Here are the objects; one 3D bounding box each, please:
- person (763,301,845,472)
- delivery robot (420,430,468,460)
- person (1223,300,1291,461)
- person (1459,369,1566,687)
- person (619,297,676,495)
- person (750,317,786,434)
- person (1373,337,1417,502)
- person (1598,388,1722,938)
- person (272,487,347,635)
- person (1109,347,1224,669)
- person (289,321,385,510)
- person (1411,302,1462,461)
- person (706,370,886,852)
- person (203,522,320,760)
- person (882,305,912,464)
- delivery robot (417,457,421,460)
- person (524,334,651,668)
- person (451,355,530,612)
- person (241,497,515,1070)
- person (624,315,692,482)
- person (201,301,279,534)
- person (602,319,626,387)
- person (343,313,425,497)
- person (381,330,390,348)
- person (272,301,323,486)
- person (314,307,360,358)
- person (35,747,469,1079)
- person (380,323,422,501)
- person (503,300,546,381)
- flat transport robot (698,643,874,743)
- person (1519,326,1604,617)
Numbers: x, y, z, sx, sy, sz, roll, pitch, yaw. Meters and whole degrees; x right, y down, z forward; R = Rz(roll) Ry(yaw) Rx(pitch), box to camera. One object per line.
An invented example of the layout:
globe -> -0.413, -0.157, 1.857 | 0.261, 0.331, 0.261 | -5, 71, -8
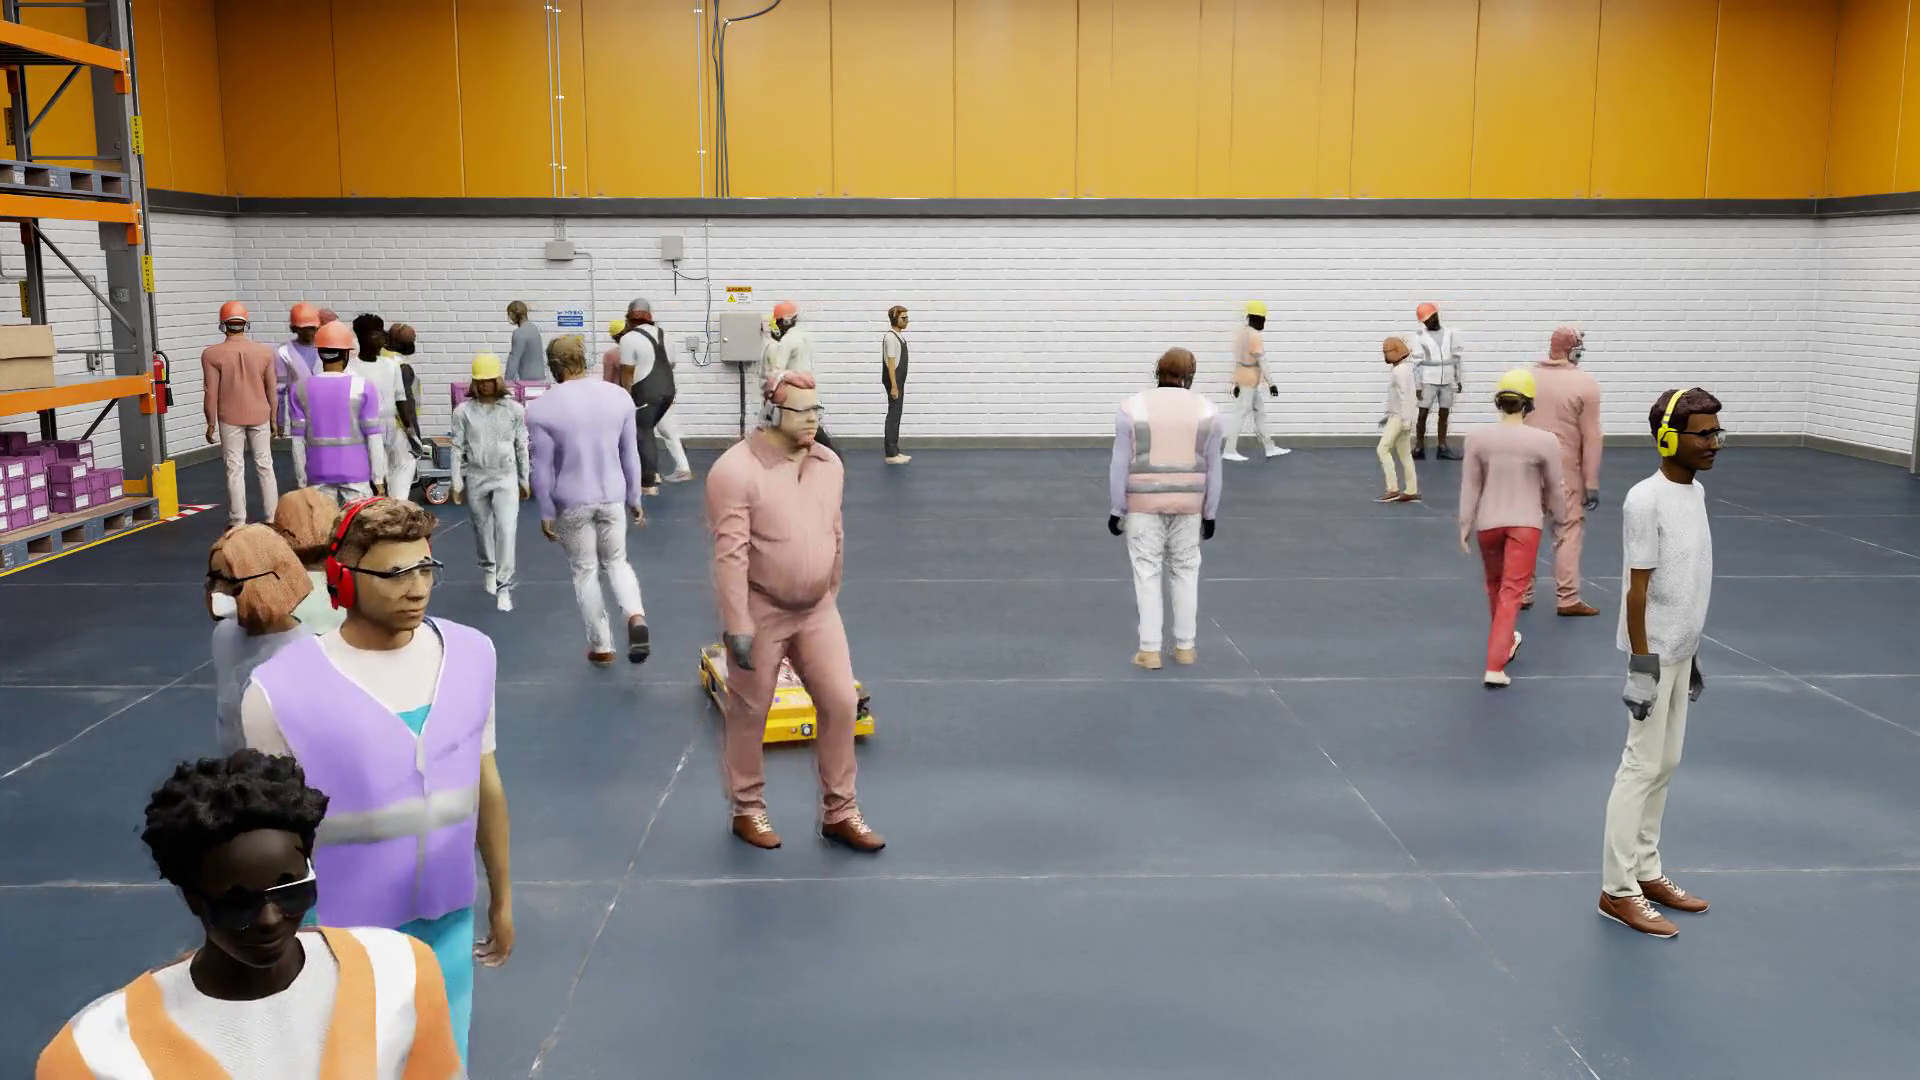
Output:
person -> -1.734, -1.609, 17.957 | 1.065, 1.936, 0.618 | 2, 9, 10
delivery robot -> -5.347, -0.916, 17.587 | 0.477, 0.478, 0.707 | 8, 12, 40
person -> 3.536, -1.863, 19.600 | 0.925, 1.885, 0.594 | 0, 9, -1
person -> 3.057, -0.080, 9.207 | 0.528, 1.716, 0.946 | 7, 11, 36
person -> -3.174, -1.490, 16.849 | 0.599, 2.000, 0.705 | 6, 11, 33
person -> -2.061, -1.643, 18.604 | 0.963, 1.777, 0.593 | -1, 9, -3
person -> 4.219, -1.157, 16.133 | 0.548, 1.612, 0.506 | 3, 10, 16
person -> 2.442, 0.408, 5.732 | 0.316, 1.870, 0.531 | 8, 12, 42
person -> -2.018, 0.624, 5.259 | 0.493, 1.596, 0.800 | -4, 10, -22
person -> 1.171, -0.171, 9.490 | 0.654, 1.832, 0.432 | -1, 9, -7
person -> -3.940, -0.416, 10.582 | 0.551, 1.934, 0.373 | -1, 9, -7
person -> 5.649, -1.852, 19.589 | 0.672, 1.884, 0.367 | -1, 9, -3
person -> -0.633, 0.301, 6.381 | 0.667, 1.881, 0.776 | -8, 12, -40
person -> -1.760, 0.741, 4.424 | 0.513, 1.614, 0.445 | 7, 12, 37
person -> -0.737, -1.805, 19.378 | 0.330, 1.843, 0.519 | 1, 9, 6
delivery robot -> -5.958, -0.849, 17.176 | 0.707, 0.478, 0.477 | -6, 11, -31
person -> -2.058, -0.184, 9.263 | 0.666, 1.908, 0.579 | -5, 11, -30
person -> -3.188, -0.412, 11.306 | 0.509, 1.695, 0.868 | -2, 9, -11
person -> -1.235, 0.794, 3.539 | 0.803, 1.818, 0.571 | 7, 12, 36
person -> -3.338, -1.505, 17.602 | 1.036, 1.817, 0.590 | -1, 9, -5
person -> -6.095, -1.022, 14.115 | 0.610, 1.996, 0.386 | -8, 12, -39
person -> -3.578, -1.523, 18.038 | 0.570, 1.734, 0.474 | -6, 11, -31
person -> -4.506, -0.800, 12.983 | 1.014, 1.910, 0.618 | 5, 10, 27
person -> -6.059, -1.328, 17.035 | 0.856, 1.646, 0.577 | 0, 9, -2
person -> -5.747, -1.128, 14.791 | 0.683, 1.991, 0.970 | -5, 11, -28
person -> -6.366, -1.405, 16.807 | 0.658, 1.886, 0.747 | -2, 10, -15
person -> -0.855, 1.088, 2.186 | 0.550, 1.649, 0.845 | -9, 13, -43
person -> -4.958, -1.004, 14.622 | 0.433, 1.808, 0.736 | -7, 12, -38
person -> -5.106, -1.807, 19.222 | 0.866, 1.895, 0.634 | -1, 9, -3
flat transport robot -> -0.924, 0.748, 8.534 | 0.652, 0.197, 1.431 | -3, 10, -16
person -> 3.911, -0.450, 10.943 | 0.394, 1.891, 0.721 | -8, 12, -41
